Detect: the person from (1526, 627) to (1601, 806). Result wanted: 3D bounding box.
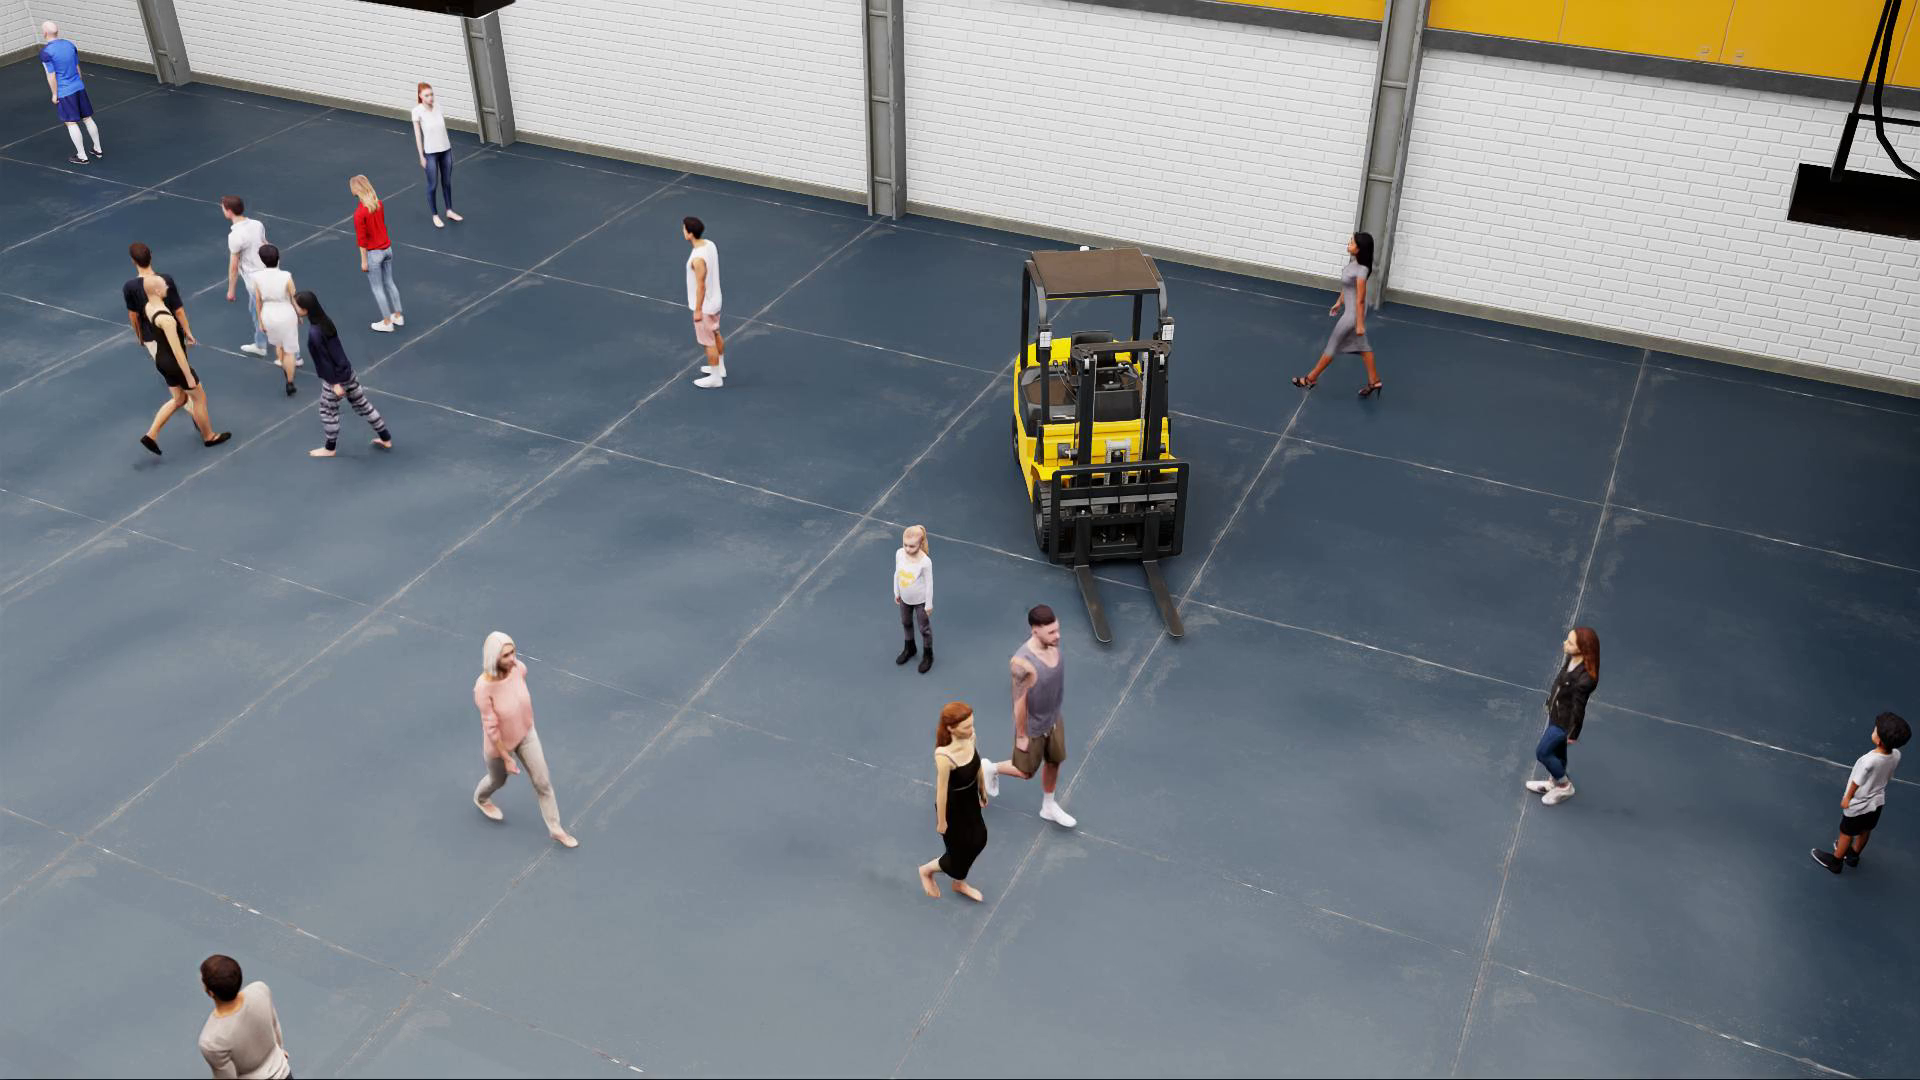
[{"bbox_3d":[4.243,1.214,11.460,0.612,1.475,0.610,7,34,10],"label":"person"}]

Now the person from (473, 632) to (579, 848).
[{"bbox_3d":[-3.075,1.311,11.122,1.155,1.688,0.728,20,39,27],"label":"person"}]

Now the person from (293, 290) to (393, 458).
[{"bbox_3d":[-5.687,-1.526,15.391,1.088,1.686,0.902,1,34,2],"label":"person"}]

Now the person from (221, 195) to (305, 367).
[{"bbox_3d":[-7.021,-2.597,16.880,1.077,1.821,0.884,1,34,1],"label":"person"}]

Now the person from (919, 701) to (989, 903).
[{"bbox_3d":[-0.085,1.668,10.648,0.717,1.617,0.607,17,37,24],"label":"person"}]

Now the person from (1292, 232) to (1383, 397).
[{"bbox_3d":[3.951,-2.158,16.301,1.150,1.731,0.728,8,35,12],"label":"person"}]

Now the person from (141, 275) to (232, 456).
[{"bbox_3d":[-7.349,-1.571,15.364,0.932,1.792,1.046,-28,43,-35],"label":"person"}]

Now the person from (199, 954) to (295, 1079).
[{"bbox_3d":[-3.644,2.838,8.662,0.624,1.868,0.691,9,35,13],"label":"person"}]

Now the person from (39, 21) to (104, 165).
[{"bbox_3d":[-11.683,-5.882,21.805,0.557,1.842,0.666,14,36,19],"label":"person"}]

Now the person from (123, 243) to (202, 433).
[{"bbox_3d":[-7.516,-1.870,15.804,0.903,1.803,1.293,-28,43,-35],"label":"person"}]

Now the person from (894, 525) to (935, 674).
[{"bbox_3d":[-0.346,0.433,12.816,0.458,1.274,0.578,20,38,27],"label":"person"}]

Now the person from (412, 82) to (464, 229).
[{"bbox_3d":[-6.329,-4.665,20.068,0.614,1.737,0.631,27,42,34],"label":"person"}]

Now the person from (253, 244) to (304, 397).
[{"bbox_3d":[-6.727,-2.127,16.445,0.743,1.522,0.789,-6,34,-9],"label":"person"}]

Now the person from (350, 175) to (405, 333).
[{"bbox_3d":[-6.183,-3.037,17.654,0.574,1.699,0.656,9,35,13],"label":"person"}]

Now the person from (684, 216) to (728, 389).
[{"bbox_3d":[-2.527,-2.374,16.578,0.658,1.784,0.706,4,34,7],"label":"person"}]

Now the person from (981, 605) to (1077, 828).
[{"bbox_3d":[0.441,1.168,11.167,1.047,1.829,0.794,21,39,28],"label":"person"}]

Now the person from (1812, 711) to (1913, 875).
[{"bbox_3d":[5.986,1.673,10.966,0.562,1.257,0.617,-13,36,-19],"label":"person"}]
